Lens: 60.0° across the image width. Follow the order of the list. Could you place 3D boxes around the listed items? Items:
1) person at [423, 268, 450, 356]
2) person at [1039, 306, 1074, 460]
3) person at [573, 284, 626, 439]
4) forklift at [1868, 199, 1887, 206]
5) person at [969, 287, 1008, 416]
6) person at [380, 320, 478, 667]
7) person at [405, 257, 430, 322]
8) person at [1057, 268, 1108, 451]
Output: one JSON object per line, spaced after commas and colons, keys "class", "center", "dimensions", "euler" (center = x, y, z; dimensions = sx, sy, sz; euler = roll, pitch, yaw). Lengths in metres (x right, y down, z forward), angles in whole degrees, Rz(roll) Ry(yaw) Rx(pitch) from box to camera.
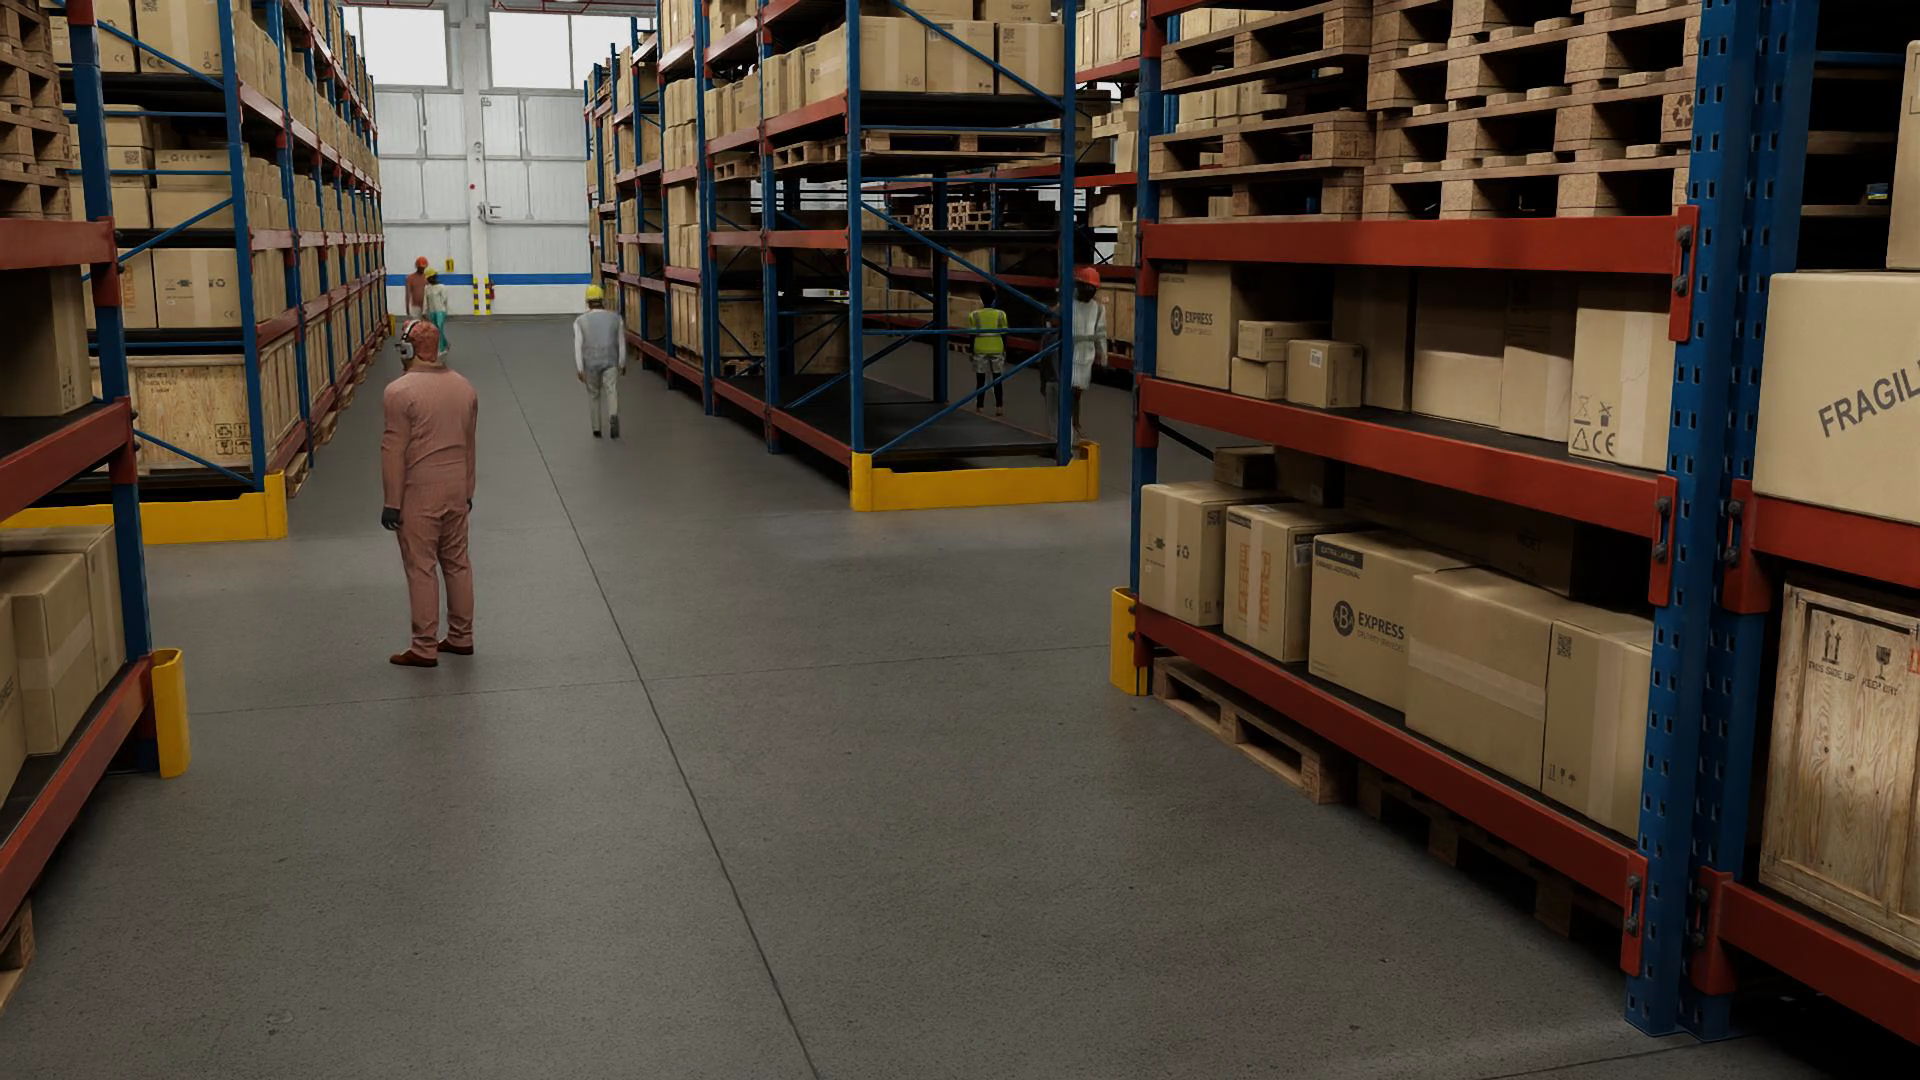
{"class": "person", "center": [-10.404, -4.558, 33.231], "dimensions": [0.531, 1.733, 0.723], "euler": [4, 11, 22]}
{"class": "person", "center": [1.023, -1.655, 17.592], "dimensions": [0.288, 1.626, 0.496], "euler": [-8, 13, -37]}
{"class": "person", "center": [-4.162, -2.054, 19.271], "dimensions": [0.605, 1.813, 0.720], "euler": [-3, 11, -18]}
{"class": "forklift", "center": [11.338, -2.915, 21.052], "dimensions": [1.129, 2.768, 1.873], "euler": [-3, 11, -17]}
{"class": "person", "center": [0.369, -2.465, 21.830], "dimensions": [0.533, 1.697, 0.318], "euler": [-2, 11, -10]}
{"class": "person", "center": [-2.942, -0.258, 9.184], "dimensions": [0.400, 1.901, 0.643], "euler": [5, 11, 25]}
{"class": "person", "center": [-10.913, -4.746, 33.676], "dimensions": [0.616, 1.947, 0.935], "euler": [-4, 11, -23]}
{"class": "person", "center": [1.365, -1.978, 18.341], "dimensions": [0.634, 1.992, 1.004], "euler": [-4, 11, -23]}
